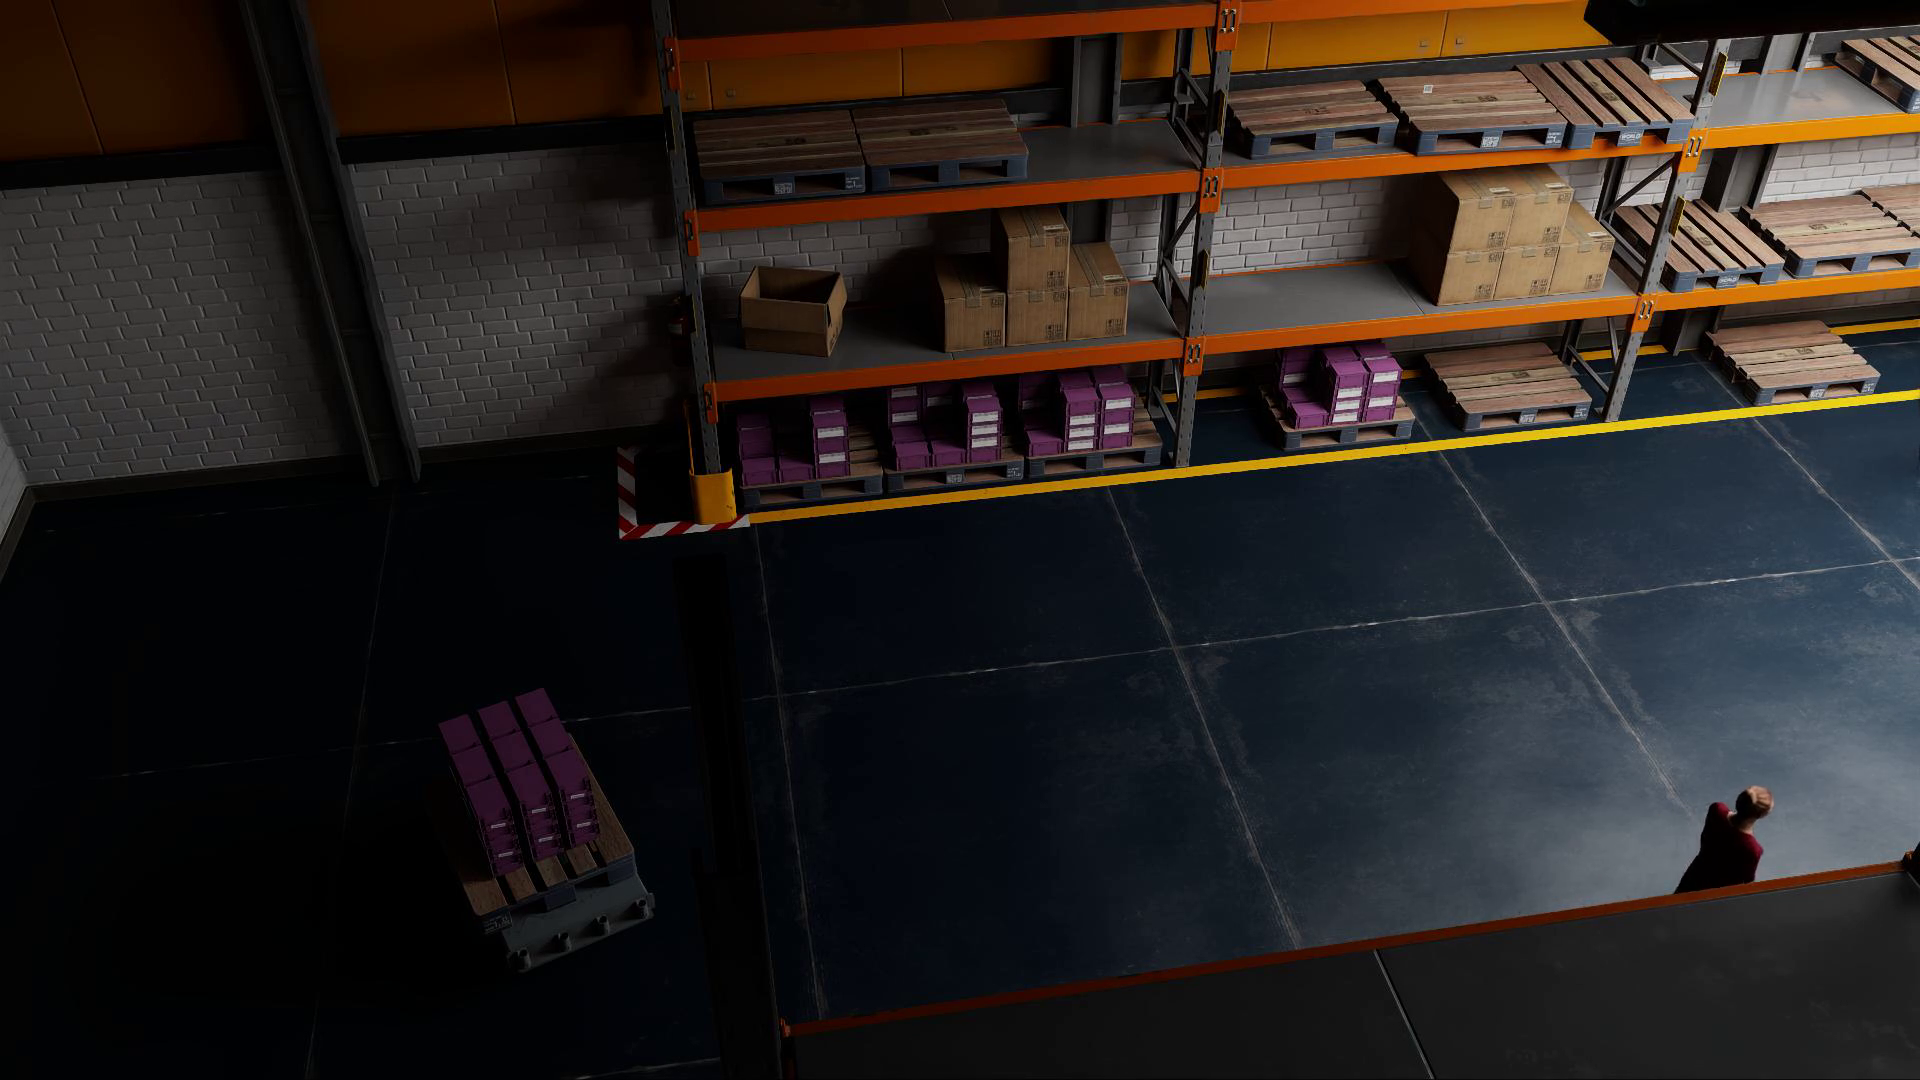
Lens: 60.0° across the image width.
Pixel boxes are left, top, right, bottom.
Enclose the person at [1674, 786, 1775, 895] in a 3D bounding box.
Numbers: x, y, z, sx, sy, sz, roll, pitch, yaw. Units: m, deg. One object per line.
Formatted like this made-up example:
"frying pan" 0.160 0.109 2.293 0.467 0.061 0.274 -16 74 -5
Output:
"person" 4.338 2.050 9.739 1.108 1.653 0.792 -14 41 -17
